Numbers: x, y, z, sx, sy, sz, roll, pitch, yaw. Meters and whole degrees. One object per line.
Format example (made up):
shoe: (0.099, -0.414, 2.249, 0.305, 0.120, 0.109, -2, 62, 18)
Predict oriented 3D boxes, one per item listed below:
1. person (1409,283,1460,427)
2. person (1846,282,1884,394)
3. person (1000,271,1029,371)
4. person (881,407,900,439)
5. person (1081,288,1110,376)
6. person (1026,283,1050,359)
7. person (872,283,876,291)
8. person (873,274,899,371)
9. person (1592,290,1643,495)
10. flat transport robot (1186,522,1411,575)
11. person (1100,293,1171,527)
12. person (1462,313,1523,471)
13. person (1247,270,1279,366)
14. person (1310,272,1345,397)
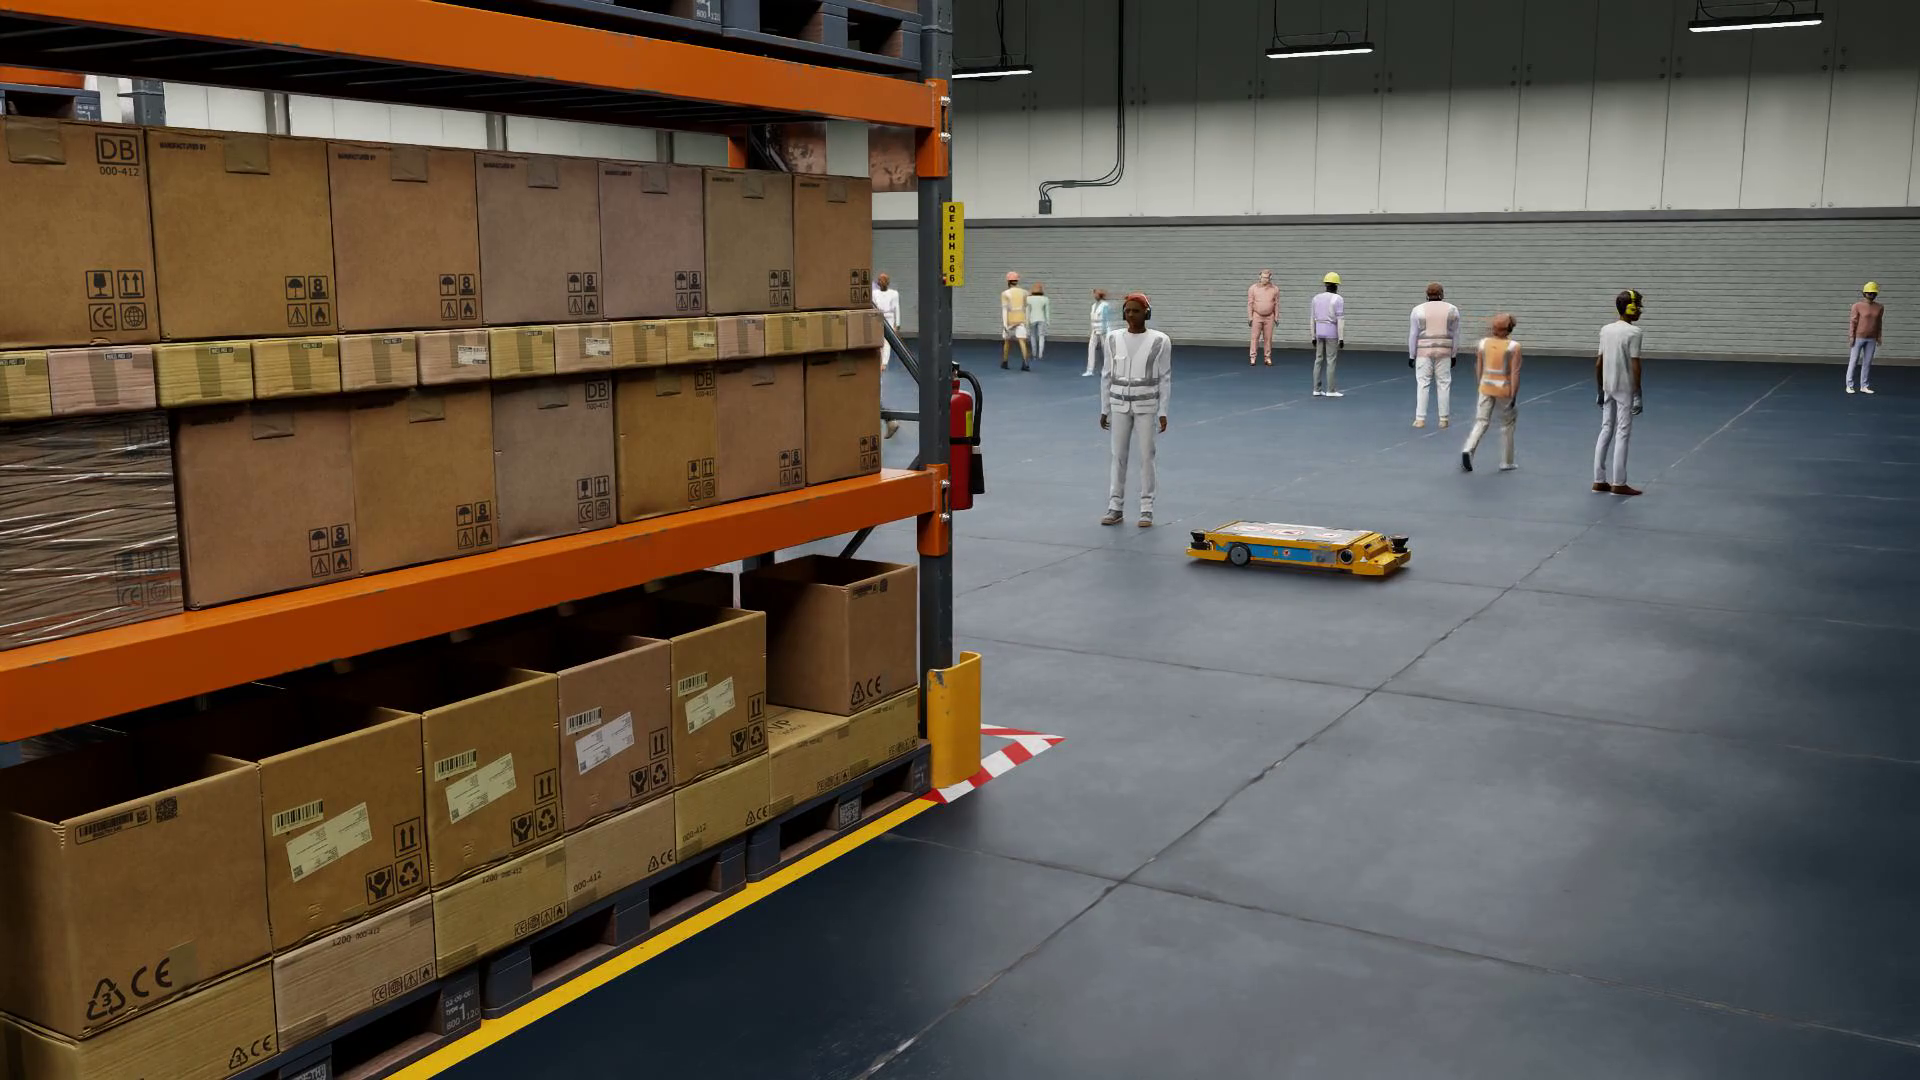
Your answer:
person: (6.021, -2.345, 21.170, 0.619, 1.839, 0.430, 1, 10, 6)
person: (14.371, -3.200, 26.376, 0.526, 1.768, 0.330, 0, 10, -3)
person: (1.063, -4.173, 31.733, 0.558, 1.896, 0.991, -3, 10, -17)
person: (-1.067, -1.931, 19.199, 0.673, 1.675, 0.542, -6, 12, -32)
person: (2.599, -3.774, 30.196, 0.763, 1.610, 0.522, -5, 11, -28)
person: (1.628, -4.587, 34.932, 0.510, 1.611, 0.654, 0, 10, -1)
person: (-2.253, -5.160, 37.473, 0.673, 1.887, 0.657, 7, 12, 34)
person: (-1.462, -4.183, 31.934, 0.595, 1.842, 0.990, 1, 10, 8)
person: (6.029, -1.339, 15.192, 0.315, 1.865, 0.526, -4, 10, -21)
flat transport robot: (2.392, 0.041, 11.772, 1.431, 0.197, 0.652, 6, 11, 30)
person: (1.406, -1.046, 13.427, 0.573, 1.883, 0.354, 4, 10, 21)
person: (5.391, -1.485, 16.784, 0.514, 1.611, 0.752, 9, 14, 44)
person: (6.044, -4.418, 33.118, 0.639, 1.902, 0.407, -1, 10, -3)
person: (5.710, -3.174, 25.763, 0.384, 1.922, 0.594, -8, 13, -39)
